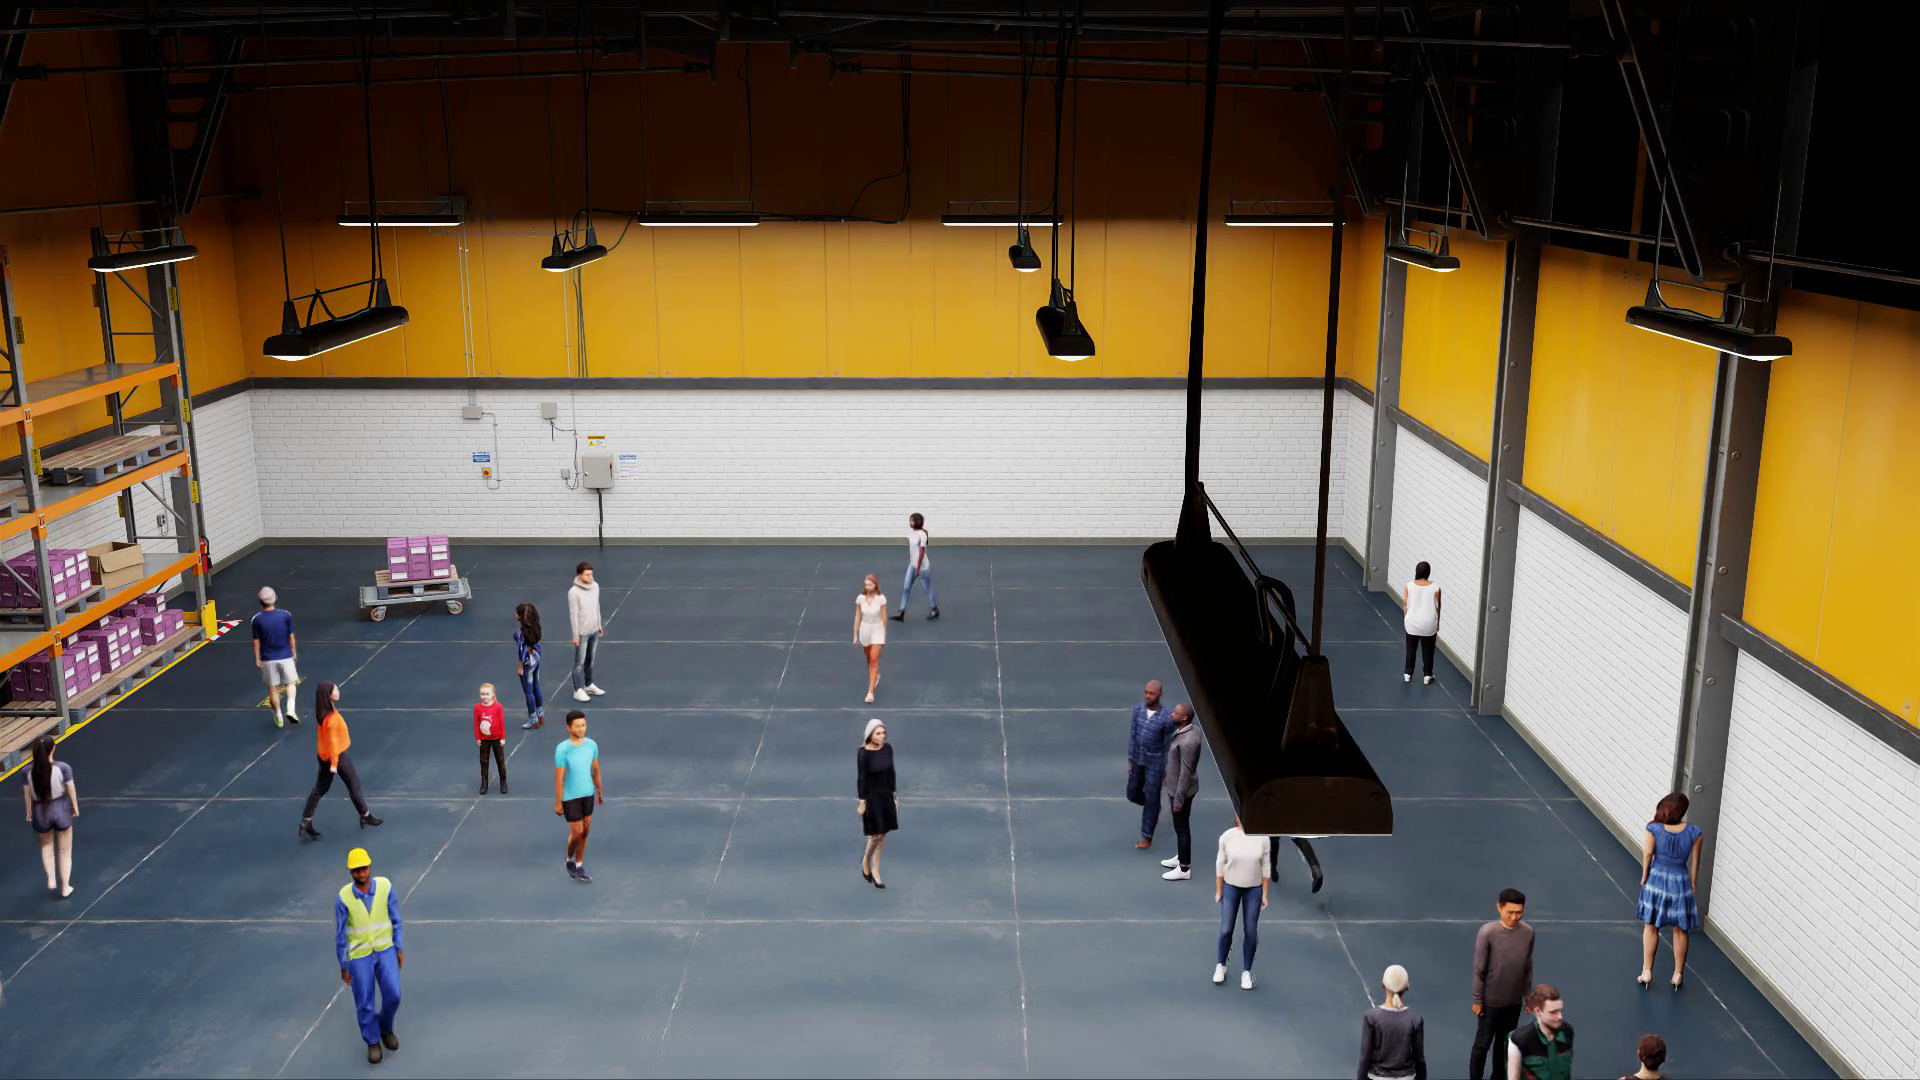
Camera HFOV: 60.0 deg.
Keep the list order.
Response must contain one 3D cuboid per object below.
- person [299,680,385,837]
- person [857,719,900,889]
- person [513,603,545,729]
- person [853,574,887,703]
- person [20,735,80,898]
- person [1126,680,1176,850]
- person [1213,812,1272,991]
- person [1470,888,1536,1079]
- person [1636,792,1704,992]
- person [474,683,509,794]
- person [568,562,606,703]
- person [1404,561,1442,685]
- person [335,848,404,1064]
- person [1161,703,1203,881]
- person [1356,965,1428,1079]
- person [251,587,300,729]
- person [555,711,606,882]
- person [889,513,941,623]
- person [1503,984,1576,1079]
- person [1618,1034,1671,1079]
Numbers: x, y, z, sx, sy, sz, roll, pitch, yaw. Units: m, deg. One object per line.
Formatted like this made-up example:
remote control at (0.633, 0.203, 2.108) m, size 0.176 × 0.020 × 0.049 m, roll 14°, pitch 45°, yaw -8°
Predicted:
person at (-6.680, 2.325, 17.476) m, size 1.099 × 1.711 × 1.109 m, roll -10°, pitch 17°, yaw -35°
person at (-0.864, 2.572, 16.404) m, size 0.777 × 1.736 × 0.838 m, roll -12°, pitch 18°, yaw -41°
person at (-5.405, 1.558, 20.839) m, size 0.725 × 1.619 × 0.564 m, roll 3°, pitch 14°, yaw 13°
person at (-1.151, 1.248, 22.046) m, size 0.747 × 1.654 × 1.192 m, roll 3°, pitch 14°, yaw 12°
person at (-8.794, 2.703, 16.073) m, size 0.663 × 1.636 × 0.651 m, roll -4°, pitch 14°, yaw -15°
person at (2.013, 2.299, 17.383) m, size 0.930 × 1.806 × 1.011 m, roll 10°, pitch 17°, yaw 37°
person at (2.459, 3.047, 14.478) m, size 0.656 × 1.720 × 0.588 m, roll 3°, pitch 14°, yaw 11°
person at (4.111, 3.465, 12.654) m, size 0.594 × 1.764 × 0.684 m, roll 0°, pitch 14°, yaw -1°
person at (6.117, 3.029, 14.367) m, size 0.727 × 1.805 × 0.672 m, roll 4°, pitch 14°, yaw 15°
person at (-5.302, 2.228, 18.793) m, size 0.502 × 1.280 × 0.502 m, roll -2°, pitch 14°, yaw -6°
person at (-4.939, 1.179, 21.914) m, size 0.821 × 1.851 × 0.693 m, roll 8°, pitch 16°, yaw 29°
person at (6.265, 1.102, 22.577) m, size 0.747 × 1.688 × 0.751 m, roll 6°, pitch 15°, yaw 25°
person at (-4.738, 3.281, 13.334) m, size 0.802 × 1.803 × 0.825 m, roll -8°, pitch 16°, yaw -30°
person at (2.226, 2.486, 16.585) m, size 0.794 × 1.818 × 0.566 m, roll 2°, pitch 14°, yaw 6°
person at (2.976, 3.786, 11.474) m, size 0.763 × 1.696 × 1.127 m, roll 3°, pitch 14°, yaw 11°
person at (-8.491, 1.486, 20.694) m, size 0.863 × 1.828 × 0.982 m, roll -7°, pitch 15°, yaw -26°
person at (-3.851, 2.531, 16.507) m, size 0.816 × 1.766 × 0.747 m, roll 12°, pitch 18°, yaw 41°
person at (-0.554, 0.439, 25.336) m, size 1.090 × 1.678 × 1.119 m, roll -10°, pitch 17°, yaw -36°
person at (3.828, 3.811, 11.159) m, size 0.739 × 1.796 × 1.116 m, roll -3°, pitch 14°, yaw -11°
person at (4.415, 3.966, 10.778) m, size 0.639 × 1.675 × 0.641 m, roll 4°, pitch 14°, yaw 15°
